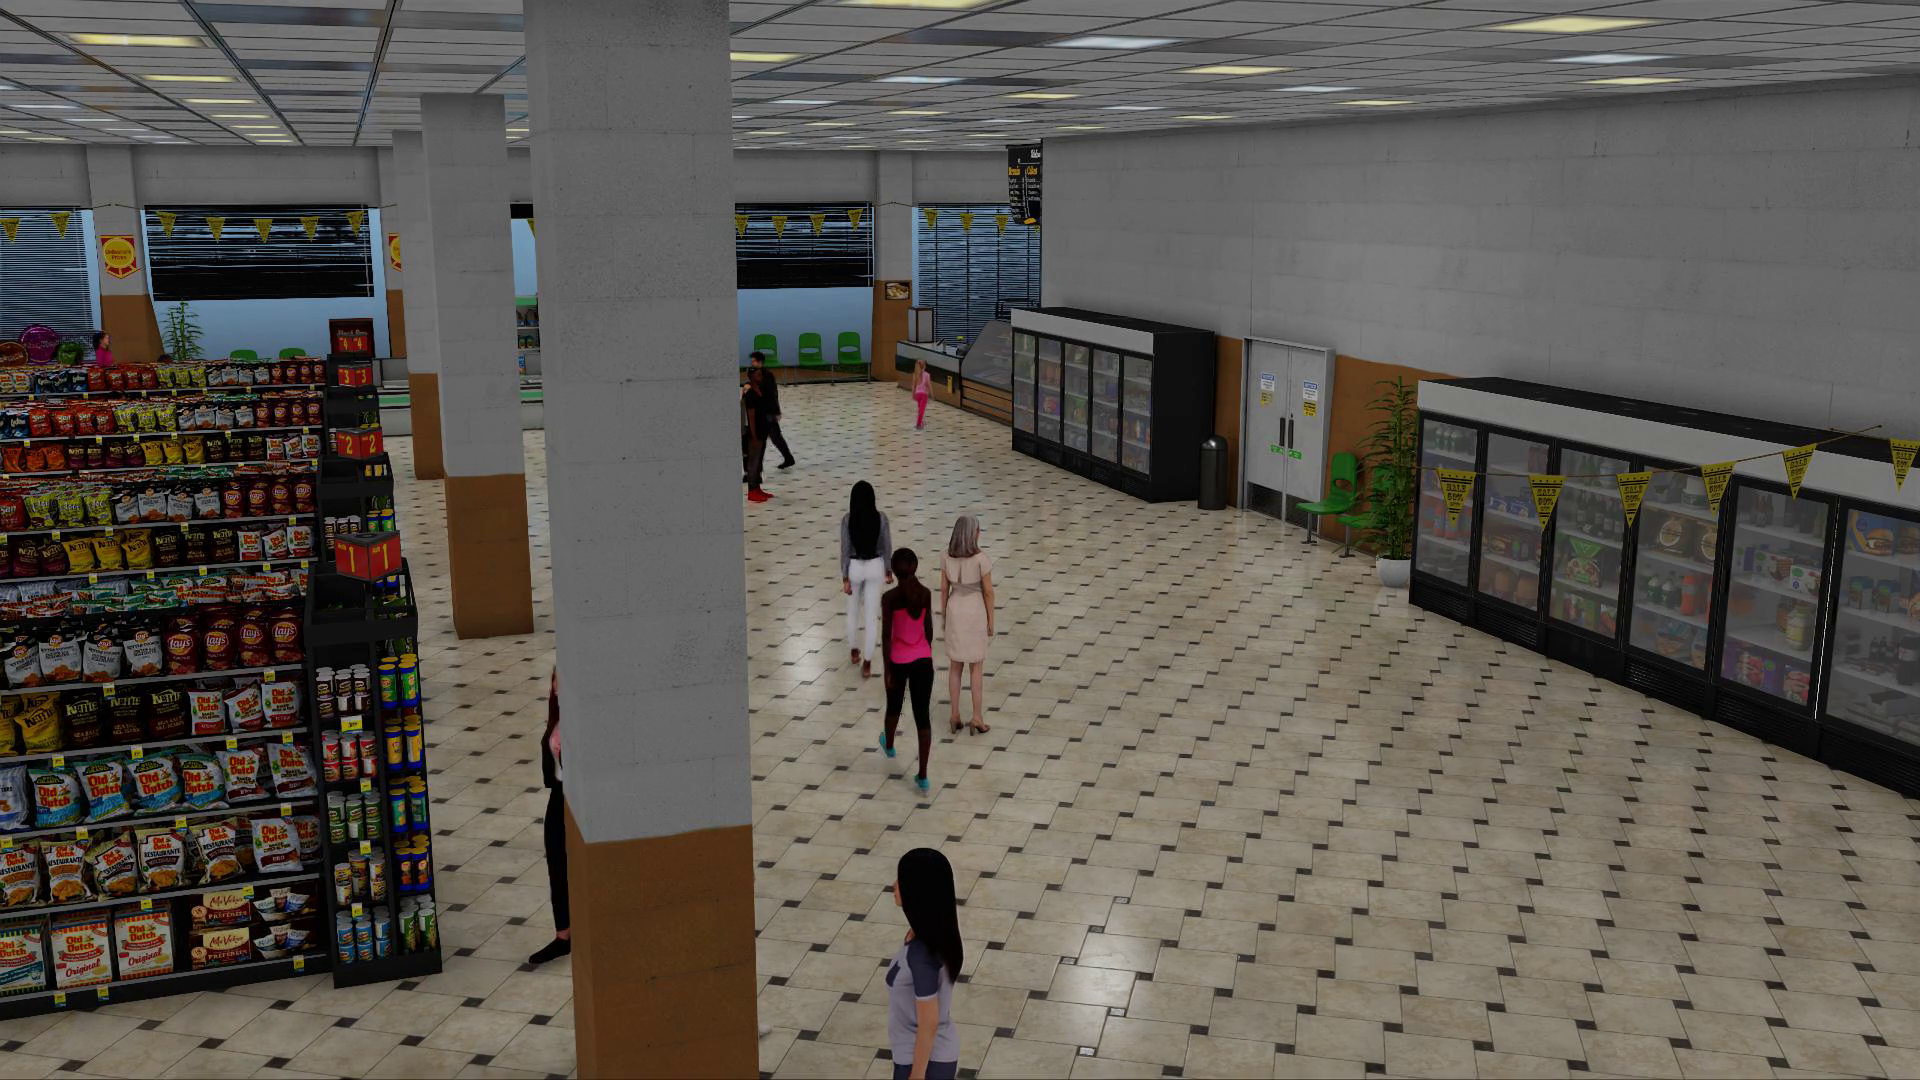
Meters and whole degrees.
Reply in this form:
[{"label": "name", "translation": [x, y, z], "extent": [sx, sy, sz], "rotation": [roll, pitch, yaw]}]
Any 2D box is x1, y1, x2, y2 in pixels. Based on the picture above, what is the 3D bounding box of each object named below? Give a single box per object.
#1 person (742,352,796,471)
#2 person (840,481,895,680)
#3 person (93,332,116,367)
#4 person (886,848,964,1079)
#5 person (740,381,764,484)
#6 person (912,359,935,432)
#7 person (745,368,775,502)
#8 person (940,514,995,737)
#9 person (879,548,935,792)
[{"label": "person", "translation": [-2.793, -1.884, 24.826], "extent": [1.265, 1.783, 0.883], "rotation": [-7, 14, -30]}, {"label": "person", "translation": [-0.819, 0.356, 14.390], "extent": [0.945, 1.699, 0.859], "rotation": [0, 12, 0]}, {"label": "person", "translation": [-15.339, -2.852, 29.671], "extent": [0.948, 1.679, 0.707], "rotation": [-2, 12, -9]}, {"label": "person", "translation": [-0.140, 2.012, 6.506], "extent": [0.648, 1.706, 0.664], "rotation": [0, 12, 1]}, {"label": "person", "translation": [-3.022, -1.555, 24.005], "extent": [0.623, 1.476, 0.716], "rotation": [3, 12, 15]}, {"label": "person", "translation": [-0.701, -2.545, 29.251], "extent": [0.760, 1.253, 0.840], "rotation": [7, 14, 29]}, {"label": "person", "translation": [-2.786, -1.453, 22.721], "extent": [0.707, 1.806, 0.715], "rotation": [2, 12, 9]}, {"label": "person", "translation": [0.056, 0.651, 12.901], "extent": [0.679, 1.736, 0.745], "rotation": [5, 13, 23]}, {"label": "person", "translation": [-0.330, 0.941, 11.691], "extent": [1.080, 1.667, 0.693], "rotation": [-3, 12, -14]}]
